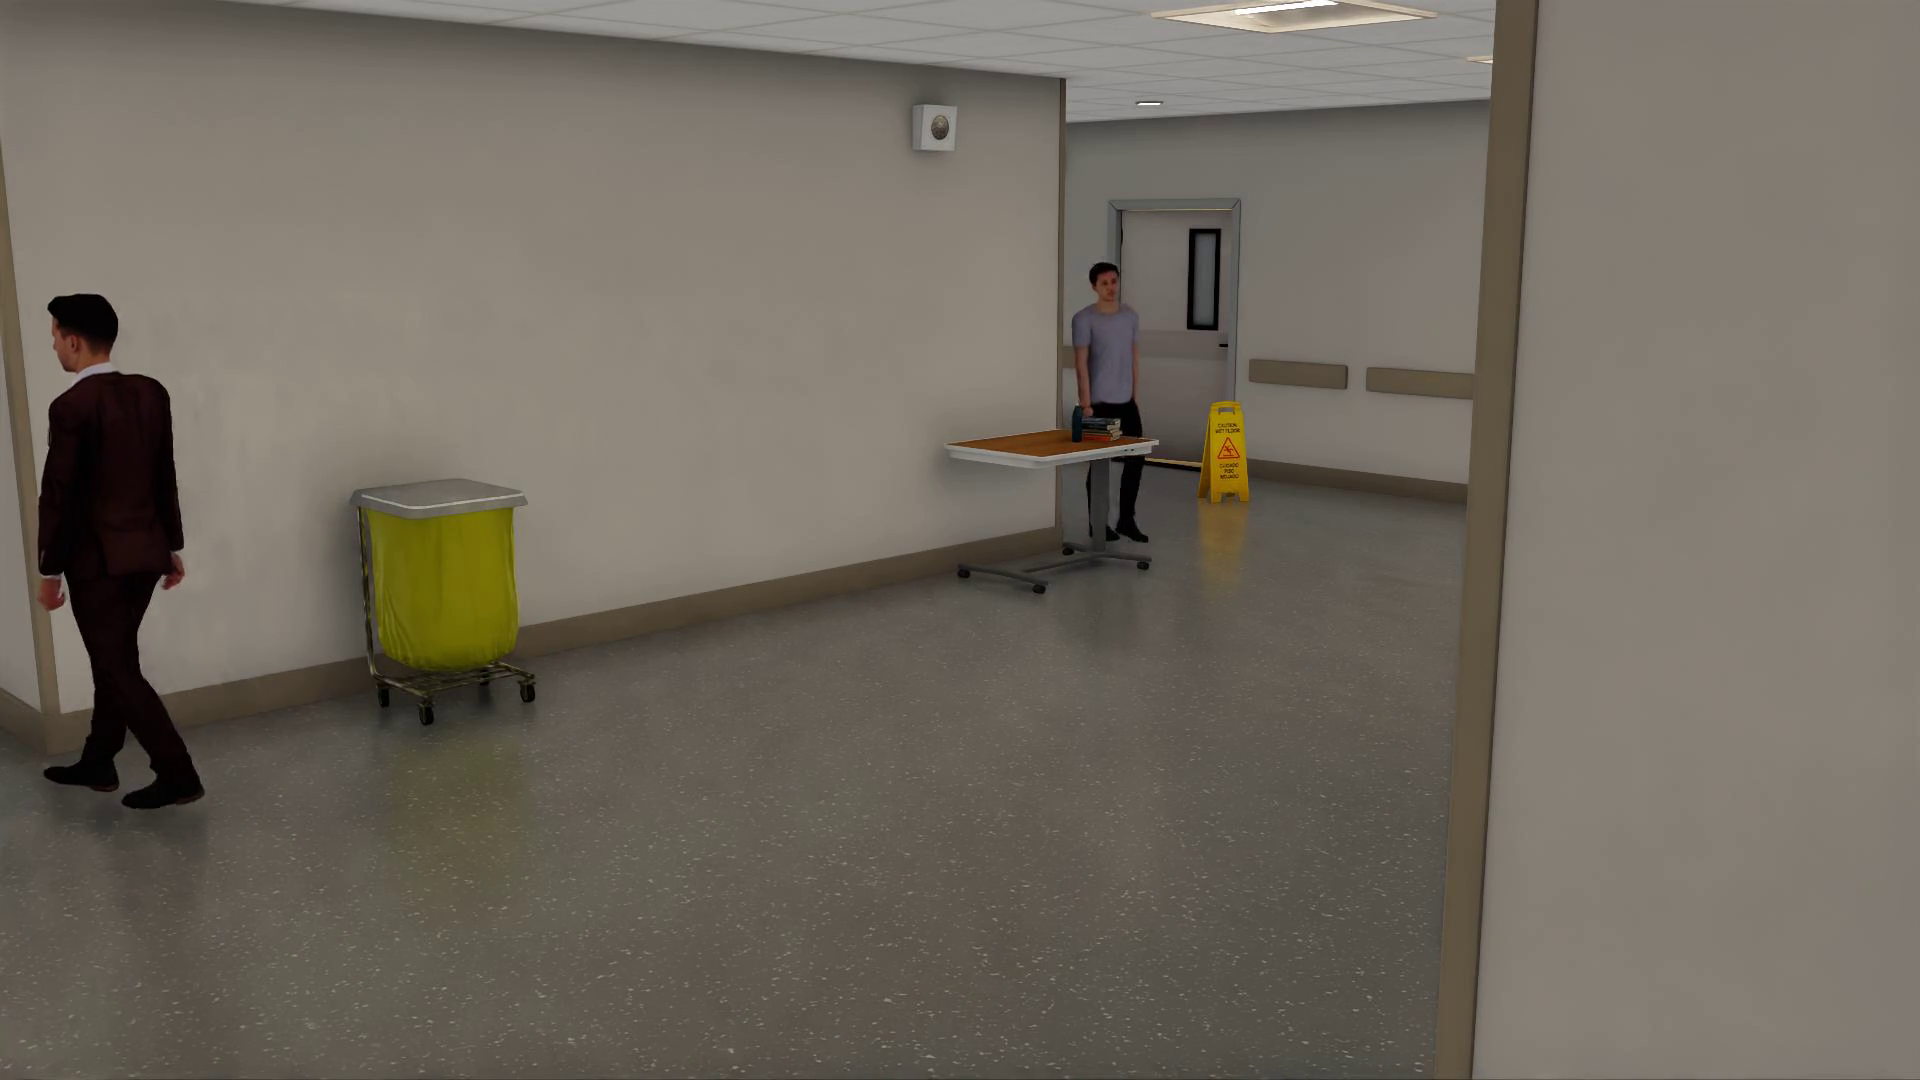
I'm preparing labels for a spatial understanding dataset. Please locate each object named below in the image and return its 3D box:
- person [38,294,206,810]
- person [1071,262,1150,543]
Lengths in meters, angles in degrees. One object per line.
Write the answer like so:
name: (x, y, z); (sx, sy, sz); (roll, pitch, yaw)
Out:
person: (-2.953, 0.076, 5.901); (1.156, 1.836, 1.015); (3, 11, 14)
person: (0.932, -0.900, 11.037); (0.811, 1.838, 0.859); (-6, 12, -27)
